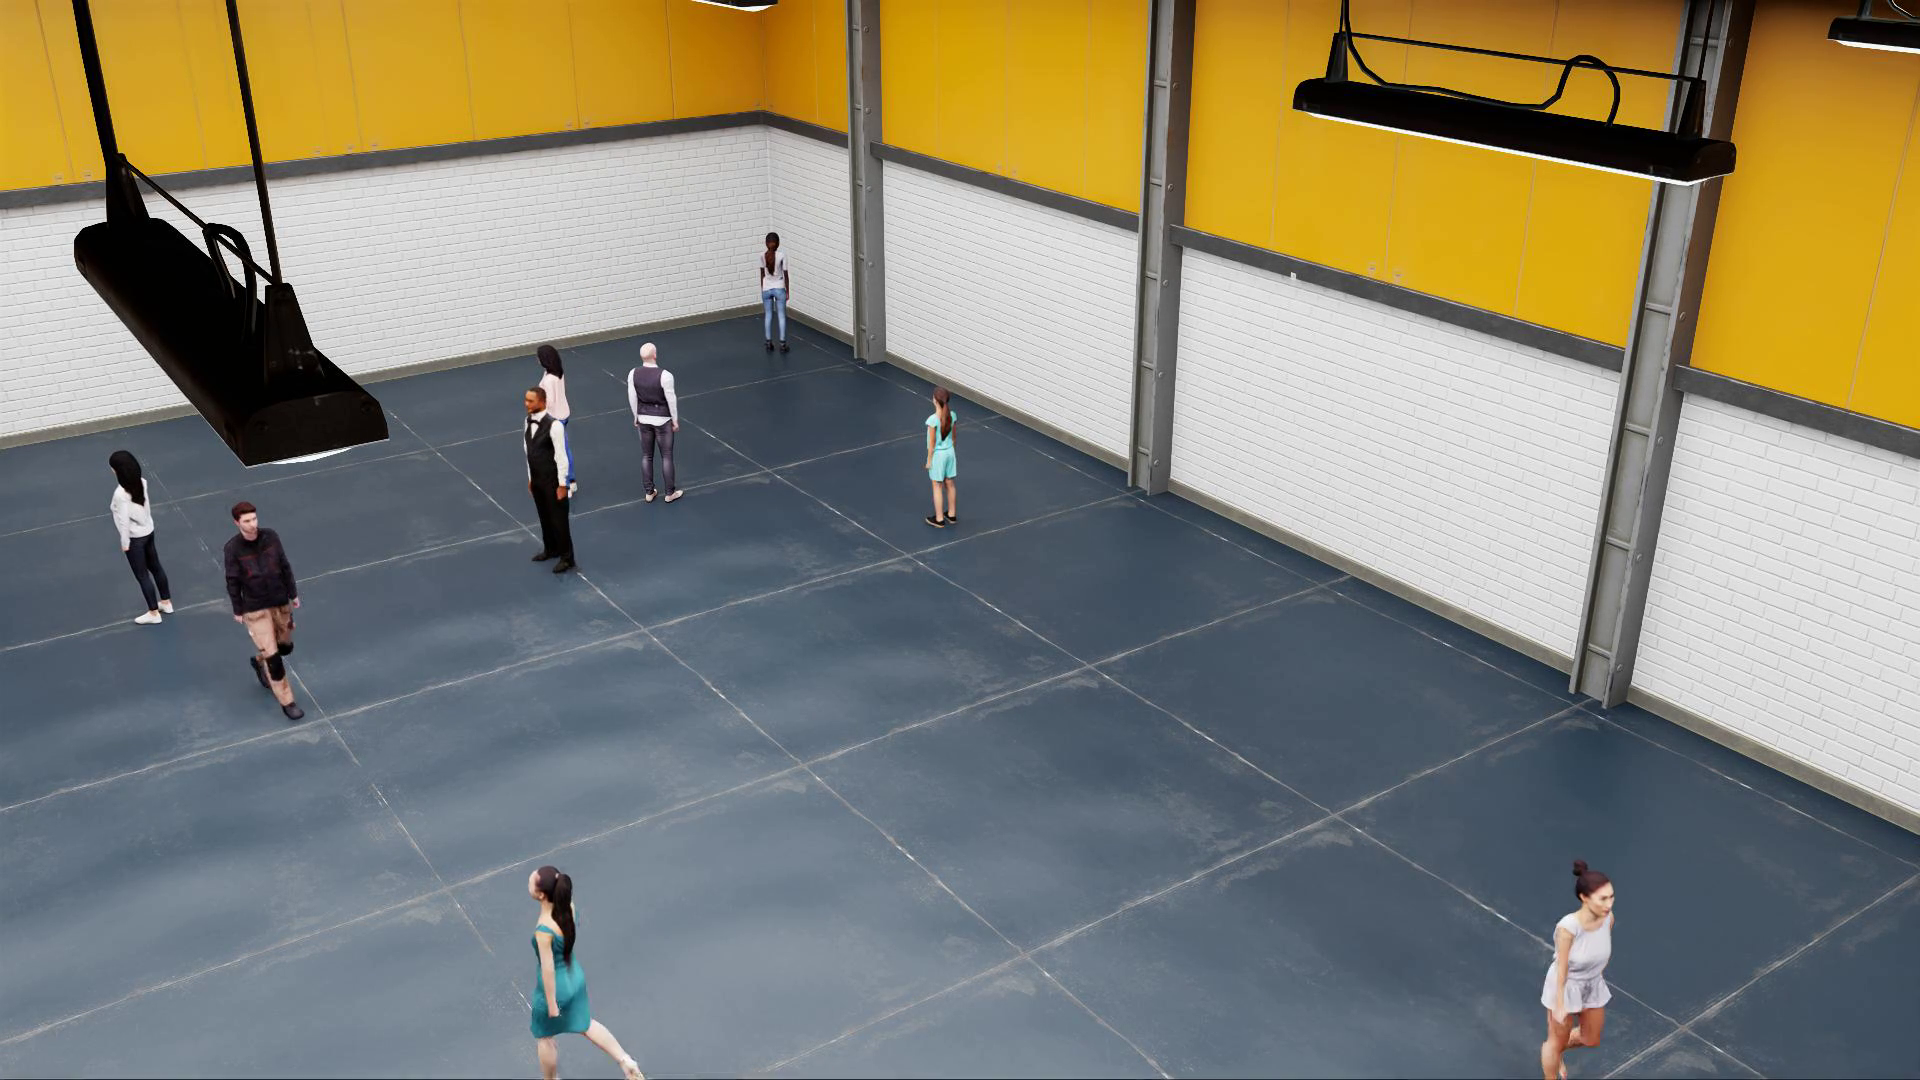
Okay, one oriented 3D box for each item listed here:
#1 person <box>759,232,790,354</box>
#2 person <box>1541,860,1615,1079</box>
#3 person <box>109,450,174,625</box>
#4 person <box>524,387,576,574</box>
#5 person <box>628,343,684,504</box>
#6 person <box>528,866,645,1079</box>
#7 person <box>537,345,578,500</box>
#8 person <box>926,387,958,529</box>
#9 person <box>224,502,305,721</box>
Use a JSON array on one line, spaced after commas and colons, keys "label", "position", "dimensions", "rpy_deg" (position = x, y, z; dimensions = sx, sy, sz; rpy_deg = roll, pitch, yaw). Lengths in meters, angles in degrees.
[{"label": "person", "position": [-2.648, -3.528, 23.651], "dimensions": [0.647, 1.721, 0.702], "rpy_deg": [3, 24, 7]}, {"label": "person", "position": [3.561, 2.594, 9.801], "dimensions": [0.611, 1.598, 0.652], "rpy_deg": [-10, 26, -22]}, {"label": "person", "position": [-7.749, -0.042, 15.702], "dimensions": [0.758, 1.700, 0.670], "rpy_deg": [0, 24, 0]}, {"label": "person", "position": [-4.148, -0.633, 16.782], "dimensions": [0.649, 1.919, 0.829], "rpy_deg": [18, 29, 35]}, {"label": "person", "position": [-3.380, -1.299, 18.425], "dimensions": [0.774, 1.824, 0.833], "rpy_deg": [4, 24, 9]}, {"label": "person", "position": [-2.244, 2.613, 9.674], "dimensions": [1.018, 1.665, 0.895], "rpy_deg": [7, 24, 15]}, {"label": "person", "position": [-4.498, -1.328, 18.561], "dimensions": [0.785, 1.767, 0.707], "rpy_deg": [2, 24, 5]}, {"label": "person", "position": [-0.194, -0.900, 17.844], "dimensions": [0.546, 1.558, 0.529], "rpy_deg": [-17, 29, -34]}, {"label": "person", "position": [-5.924, 0.541, 14.115], "dimensions": [1.236, 1.903, 0.903], "rpy_deg": [18, 30, 36]}]
